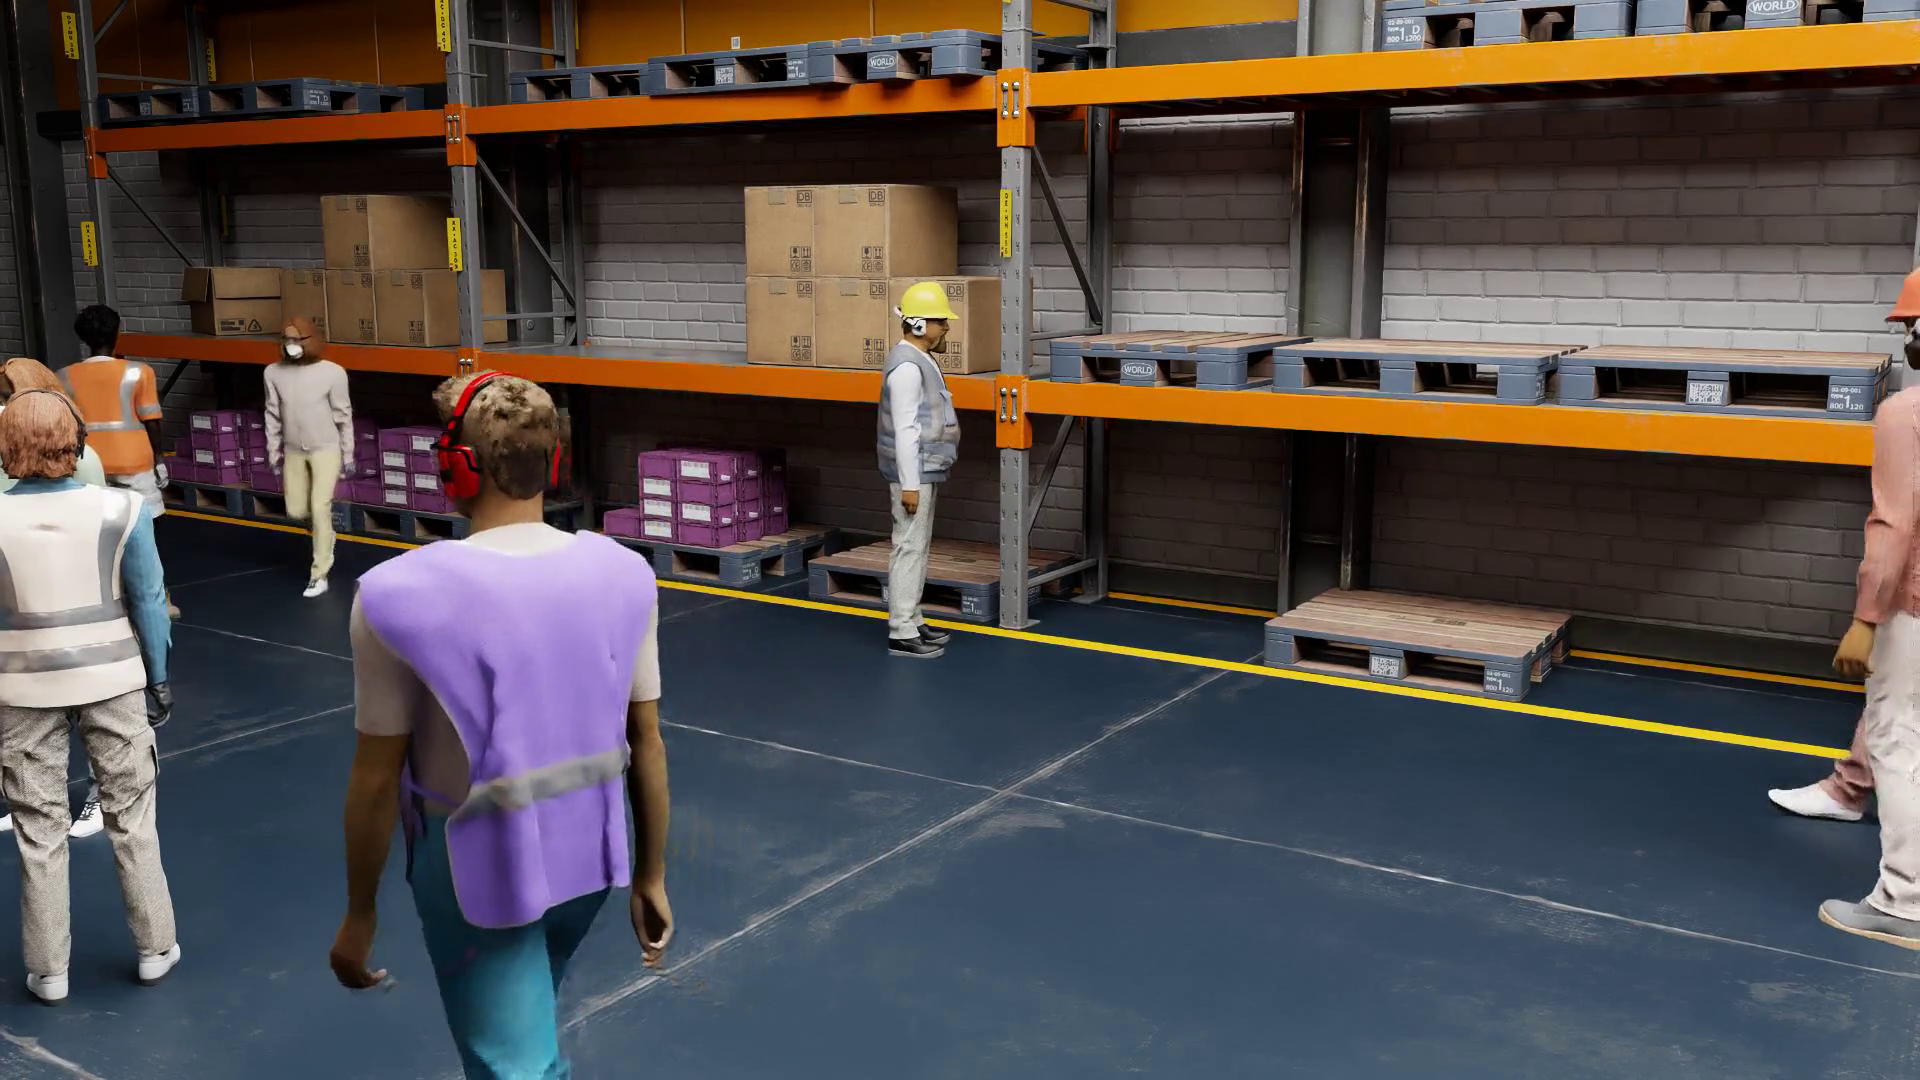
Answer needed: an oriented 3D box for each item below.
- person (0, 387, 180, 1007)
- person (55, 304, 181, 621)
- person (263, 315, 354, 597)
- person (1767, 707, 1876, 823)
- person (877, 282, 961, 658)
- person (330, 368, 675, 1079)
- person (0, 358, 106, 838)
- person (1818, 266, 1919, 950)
[{"bbox_3d":[-2.364,0.419,4.416,0.514,1.642,0.311,-5,12,-28],"label":"person"},{"bbox_3d":[-4.426,-0.380,8.703,0.547,1.695,0.342,-1,10,-5],"label":"person"},{"bbox_3d":[-3.725,-0.507,9.625,0.512,1.607,0.589,1,10,4],"label":"person"},{"bbox_3d":[3.346,0.125,5.503,0.739,1.845,0.984,-10,14,-44],"label":"person"},{"bbox_3d":[-0.198,-0.342,8.143,0.403,1.825,0.595,1,10,6],"label":"person"},{"bbox_3d":[-0.740,0.608,2.919,0.925,1.814,0.567,8,13,38],"label":"person"},{"bbox_3d":[-3.110,0.199,5.660,0.497,1.633,0.285,3,11,16],"label":"person"},{"bbox_3d":[2.866,0.183,4.851,0.765,1.974,0.494,-6,12,-28],"label":"person"}]
